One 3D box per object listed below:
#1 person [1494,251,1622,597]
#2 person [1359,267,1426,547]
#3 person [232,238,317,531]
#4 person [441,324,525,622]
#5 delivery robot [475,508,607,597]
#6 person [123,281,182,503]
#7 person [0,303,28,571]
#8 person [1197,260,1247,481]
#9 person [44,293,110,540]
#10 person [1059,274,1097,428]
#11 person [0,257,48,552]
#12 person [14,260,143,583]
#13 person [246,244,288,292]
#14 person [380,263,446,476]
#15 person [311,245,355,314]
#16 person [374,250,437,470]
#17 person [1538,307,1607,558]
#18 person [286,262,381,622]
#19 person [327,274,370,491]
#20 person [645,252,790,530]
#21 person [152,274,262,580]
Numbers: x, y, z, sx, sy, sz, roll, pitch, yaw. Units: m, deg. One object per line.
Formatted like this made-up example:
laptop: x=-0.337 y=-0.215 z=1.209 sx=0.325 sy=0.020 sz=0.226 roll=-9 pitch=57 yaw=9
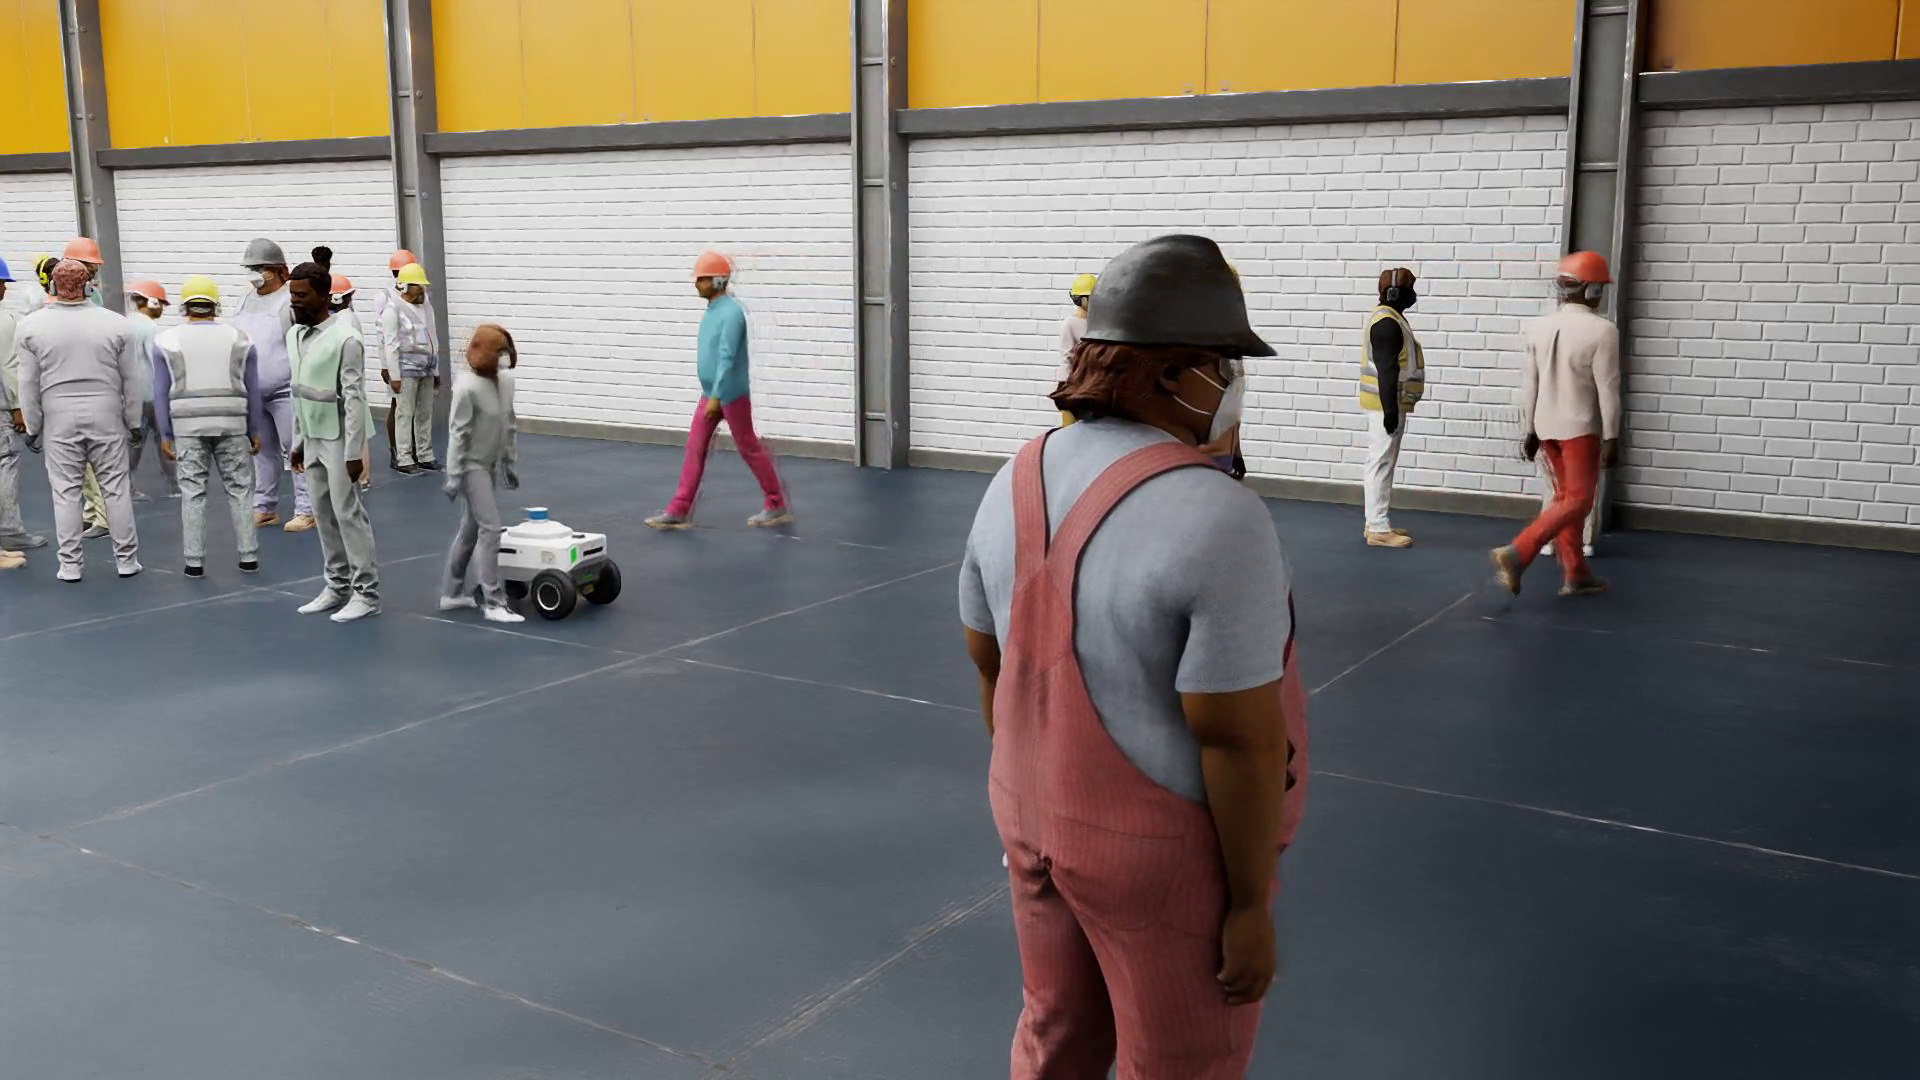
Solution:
person: x=3.366 y=-0.626 z=9.301 sx=0.825 sy=1.966 sz=0.626 roll=-4 pitch=11 yaw=-21
person: x=2.875 y=-0.886 z=11.091 sx=0.429 sy=1.845 sz=0.621 roll=2 pitch=10 yaw=12
person: x=-4.801 y=-1.074 z=11.584 sx=0.682 sy=2.000 sz=0.537 roll=3 pitch=11 yaw=18
person: x=-2.605 y=-0.360 z=8.901 sx=0.604 sy=1.588 sz=0.509 roll=2 pitch=10 yaw=12
delivery robot: x=-2.303 y=0.066 z=9.120 sx=0.707 sy=0.478 sz=0.477 roll=4 pitch=11 yaw=23
person: x=-6.268 y=-1.153 z=12.935 sx=0.765 sy=1.694 sz=0.653 roll=-8 pitch=13 yaw=-39
person: x=-5.991 y=-0.717 z=10.179 sx=0.351 sy=1.838 sz=0.511 roll=-7 pitch=13 yaw=-35
person: x=1.304 y=-0.487 z=8.644 sx=0.364 sy=1.927 sz=0.587 roll=8 pitch=13 yaw=37
person: x=-5.984 y=-0.882 z=11.305 sx=0.328 sy=1.755 sz=0.564 roll=-8 pitch=13 yaw=-37
person: x=0.945 y=-1.135 z=12.681 sx=0.314 sy=1.769 sz=0.523 roll=7 pitch=13 yaw=36
person: x=-6.294 y=-0.891 z=10.859 sx=0.604 sy=1.939 sz=0.414 roll=6 pitch=12 yaw=32
person: x=-5.211 y=-0.701 z=9.887 sx=0.653 sy=1.906 sz=0.408 roll=-6 pitch=12 yaw=-30
person: x=-7.056 y=-2.046 z=17.120 sx=0.623 sy=1.982 sz=0.405 roll=7 pitch=12 yaw=32
person: x=-4.699 y=-1.462 z=14.337 sx=0.403 sy=1.824 sz=0.594 roll=4 pitch=11 yaw=21
person: x=-6.801 y=-2.171 z=17.866 sx=0.607 sy=1.966 sz=0.367 roll=-2 pitch=10 yaw=-11
person: x=-4.882 y=-1.591 z=14.734 sx=0.366 sy=1.935 sz=0.552 roll=7 pitch=12 yaw=34
person: x=3.904 y=-0.692 z=10.603 sx=0.514 sy=1.634 sz=0.313 roll=1 pitch=10 yaw=6
person: x=-3.357 y=-0.521 z=8.897 sx=0.596 sy=1.911 sz=0.399 roll=8 pitch=13 yaw=38
person: x=-4.970 y=-1.261 z=13.411 sx=0.337 sy=1.749 sz=0.574 roll=-2 pitch=10 yaw=-13
person: x=-1.673 y=-1.028 z=11.610 sx=1.030 sy=1.945 sz=0.607 roll=-7 pitch=12 yaw=-33
person: x=-4.509 y=-0.676 z=9.995 sx=0.593 sy=1.822 sz=0.416 roll=-6 pitch=12 yaw=-29
